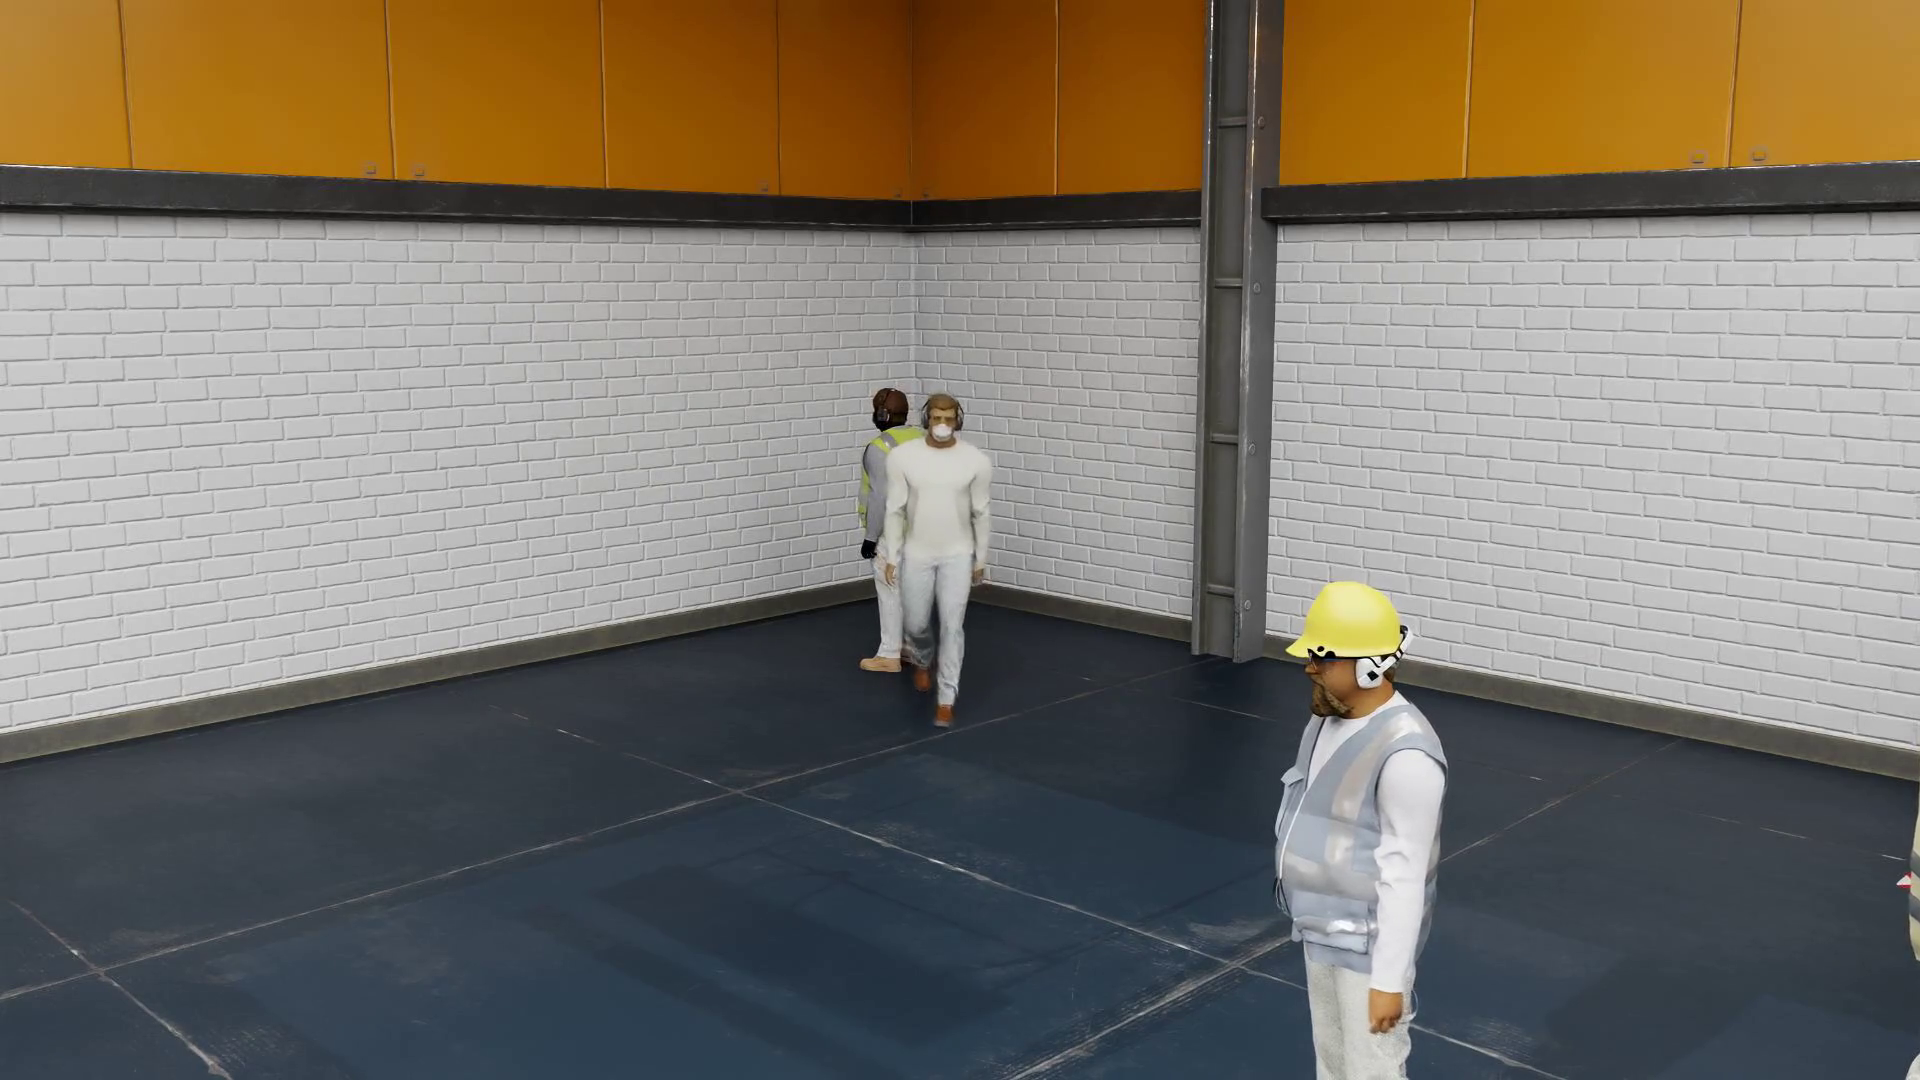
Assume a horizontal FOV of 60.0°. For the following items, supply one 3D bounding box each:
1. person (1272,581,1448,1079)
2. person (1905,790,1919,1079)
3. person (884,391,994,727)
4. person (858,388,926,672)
[{"bbox_3d":[1.011,1.007,4.311,0.403,1.826,0.591,-2,9,-10],"label":"person"},{"bbox_3d":[2.575,1.034,4.113,0.404,1.829,0.600,2,9,11],"label":"person"},{"bbox_3d":[-0.119,0.084,9.659,0.632,1.923,0.672,0,9,3],"label":"person"},{"bbox_3d":[-0.449,-0.066,10.825,0.429,1.845,0.621,5,11,29],"label":"person"}]
